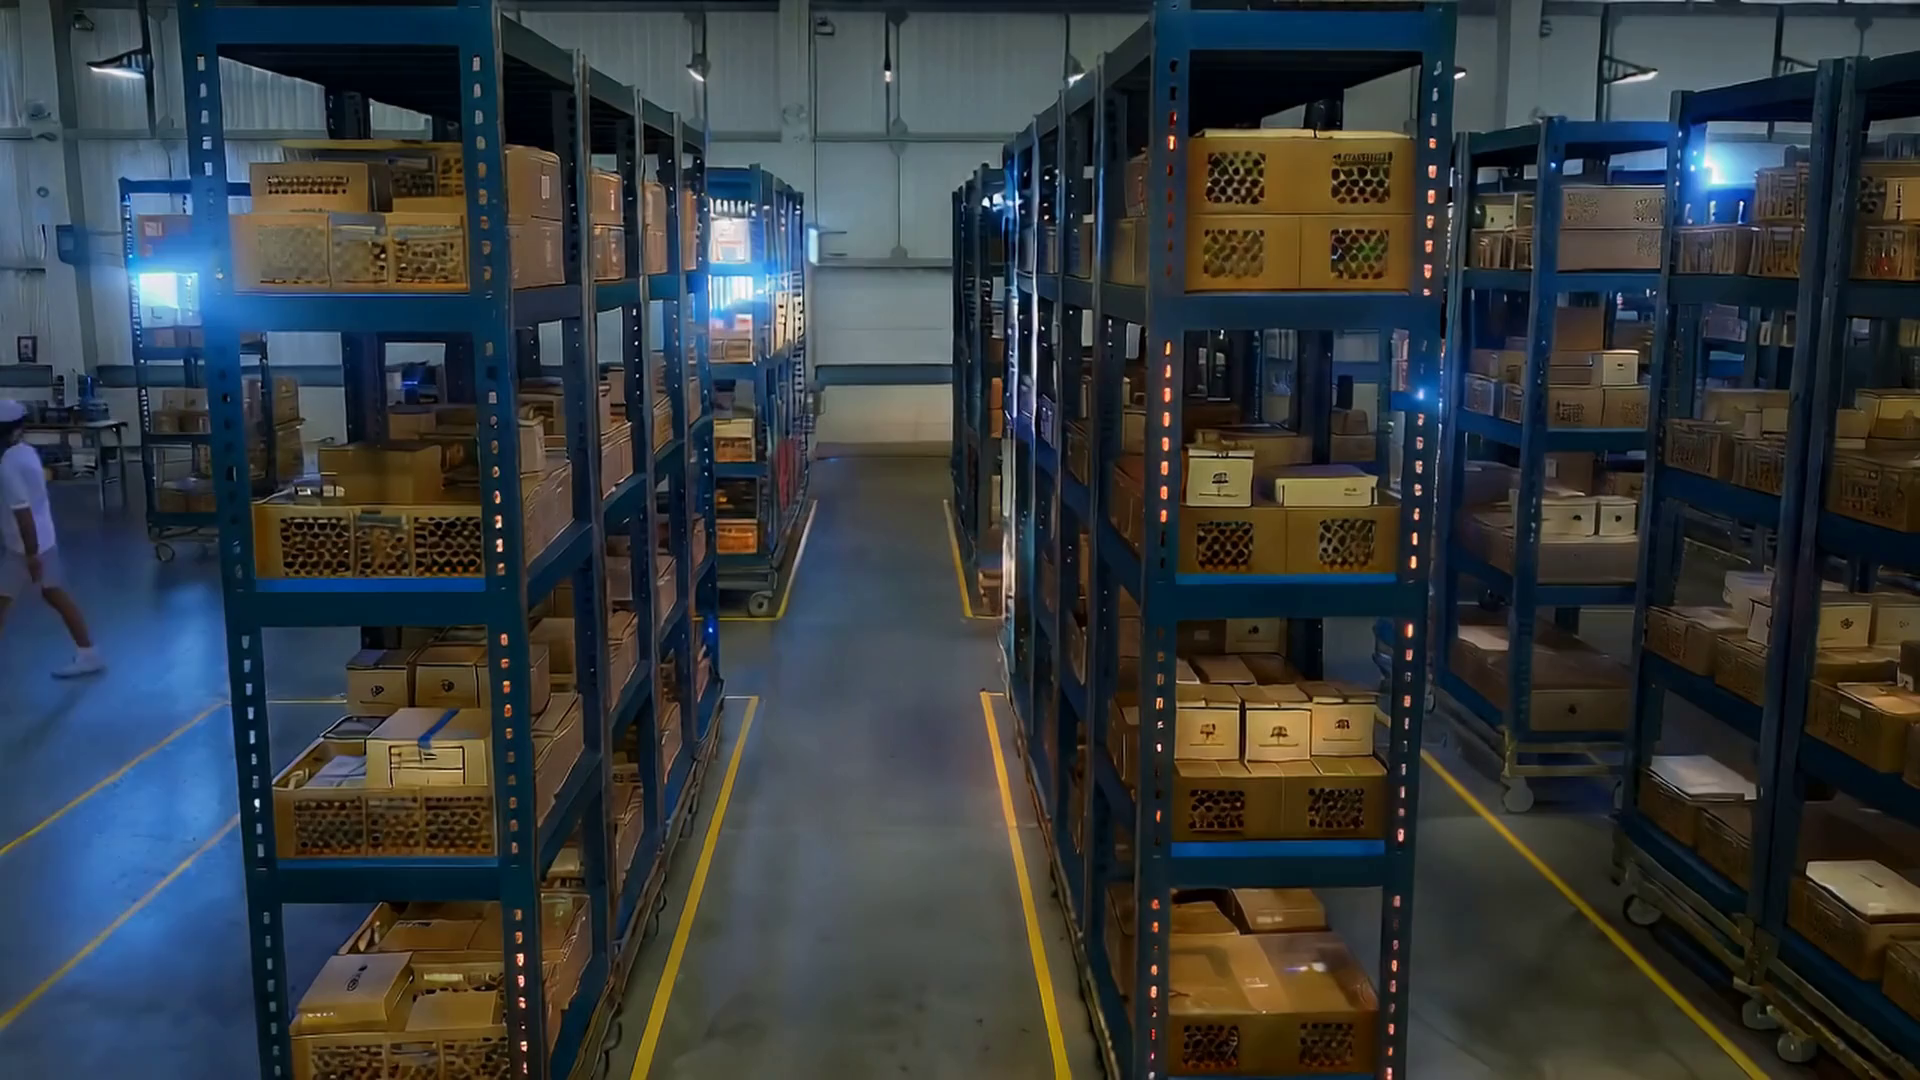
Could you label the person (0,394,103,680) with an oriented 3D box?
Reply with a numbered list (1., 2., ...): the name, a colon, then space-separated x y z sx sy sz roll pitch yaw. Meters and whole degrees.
1. person: -6.435 0.013 11.250 1.071 1.982 0.636 -3 10 -18
